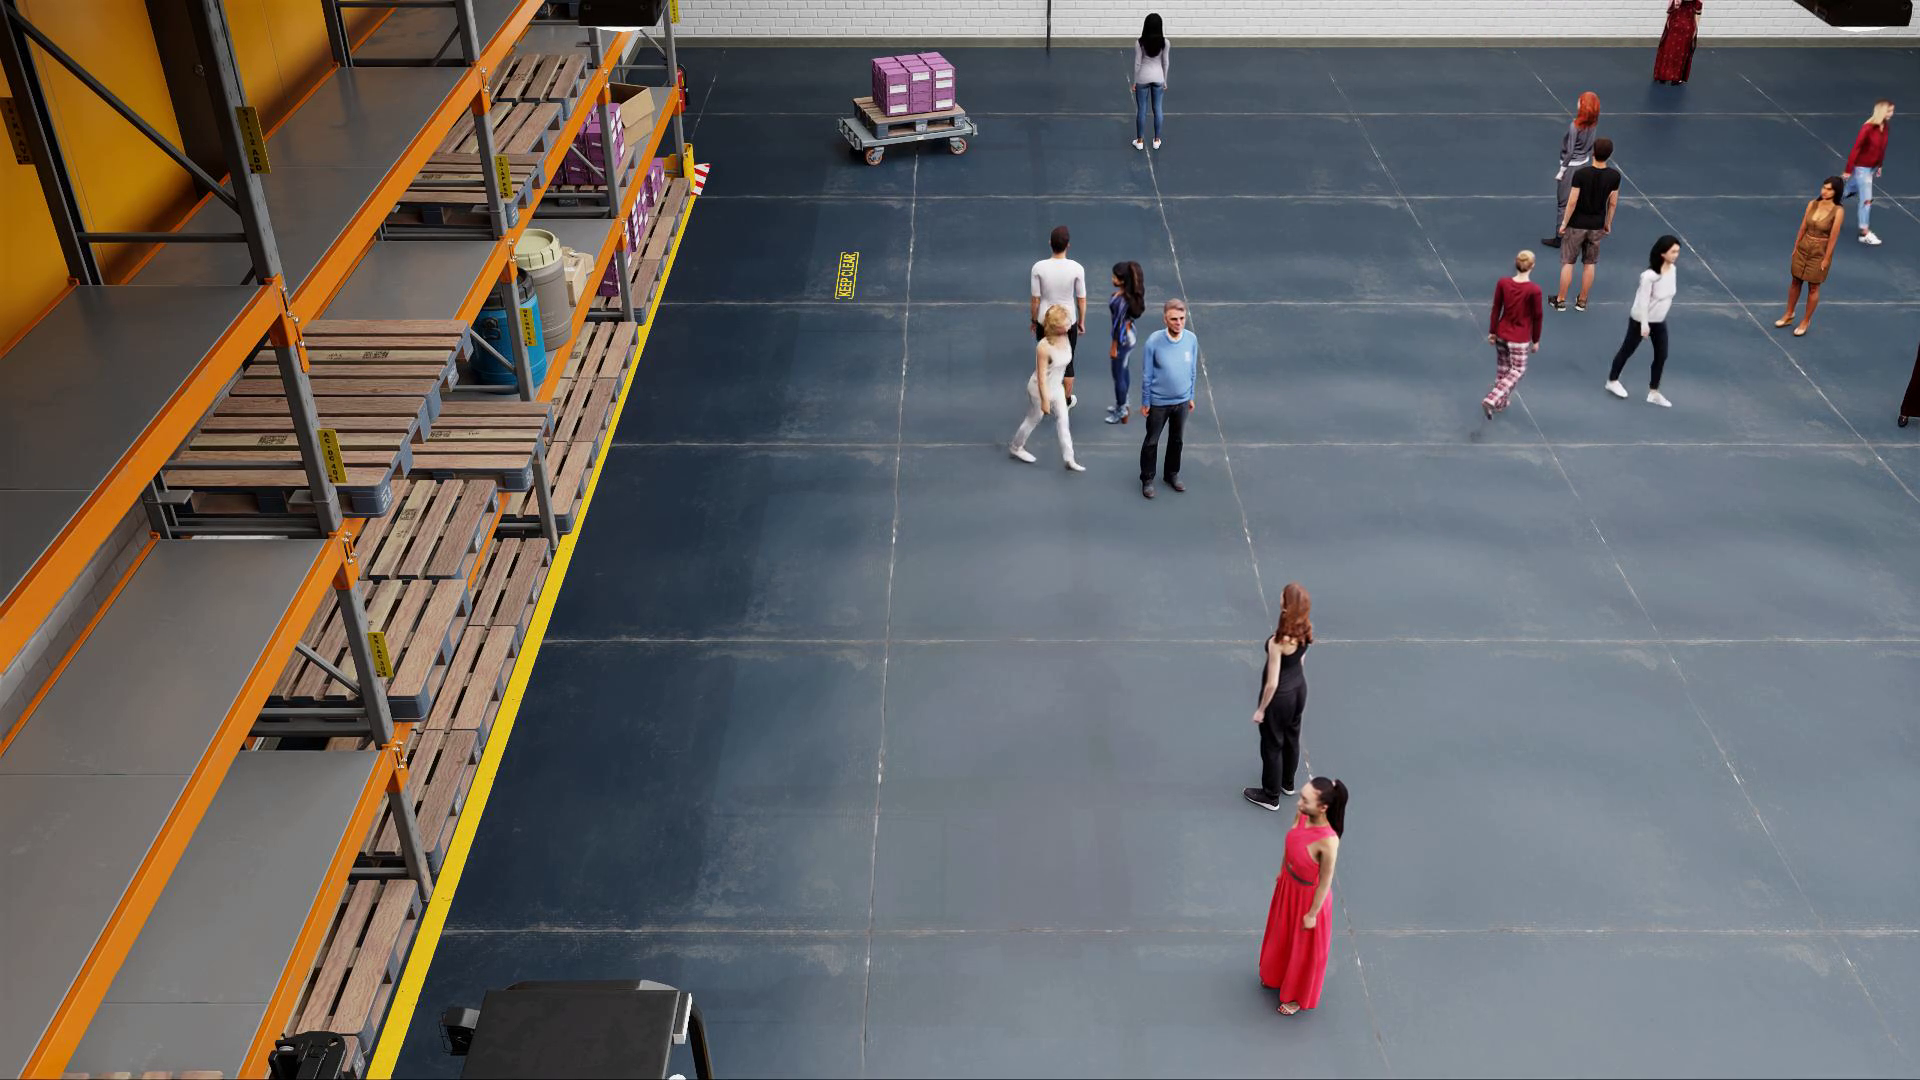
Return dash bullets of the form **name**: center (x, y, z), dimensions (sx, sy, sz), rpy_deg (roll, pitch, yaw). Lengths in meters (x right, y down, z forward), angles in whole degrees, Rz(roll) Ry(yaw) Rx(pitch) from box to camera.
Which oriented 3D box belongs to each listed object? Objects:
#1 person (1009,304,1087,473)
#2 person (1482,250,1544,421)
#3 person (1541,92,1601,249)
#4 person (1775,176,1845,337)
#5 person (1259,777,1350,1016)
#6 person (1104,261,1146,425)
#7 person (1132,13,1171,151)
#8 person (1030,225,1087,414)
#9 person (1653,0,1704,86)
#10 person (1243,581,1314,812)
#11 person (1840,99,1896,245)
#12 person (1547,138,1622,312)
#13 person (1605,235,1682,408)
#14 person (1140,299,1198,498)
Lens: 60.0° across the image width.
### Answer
- **person**: center (0.698, -1.362, 14.625), dimensions (1.059, 1.624, 1.058), rpy_deg (20, 38, 27)
- **person**: center (5.073, -1.856, 15.315), dimensions (0.920, 1.683, 0.979), rpy_deg (28, 43, 36)
- **person**: center (6.898, -4.170, 18.709), dimensions (0.655, 1.779, 0.676), rpy_deg (-22, 39, -29)
- **person**: center (8.663, -2.894, 16.873), dimensions (0.697, 1.687, 0.600), rpy_deg (-18, 38, -25)
- **person**: center (1.958, 2.011, 9.458), dimensions (0.740, 1.727, 0.607), rpy_deg (-10, 35, -15)
- **person**: center (1.509, -1.839, 15.342), dimensions (0.718, 1.626, 0.568), rpy_deg (8, 34, 12)
- **person**: center (2.440, -5.878, 21.319), dimensions (0.619, 1.735, 0.542), rpy_deg (-3, 34, -4)
- **person**: center (0.902, -2.039, 15.438), dimensions (0.690, 1.852, 0.580), rpy_deg (3, 34, 4)
- **person**: center (10.192, -7.269, 23.506), dimensions (0.764, 1.631, 0.803), rpy_deg (24, 40, 31)
- **person**: center (2.130, 1.022, 10.928), dimensions (0.720, 1.746, 0.654), rpy_deg (28, 43, 35)
- **person**: center (10.257, -4.247, 18.995), dimensions (1.001, 1.591, 1.171), rpy_deg (-20, 38, -27)
- **person**: center (6.503, -3.278, 17.294), dimensions (0.682, 1.861, 0.555), rpy_deg (1, 34, 2)
- **person**: center (6.412, -2.103, 15.694), dimensions (0.871, 1.675, 0.998), rpy_deg (-17, 37, -24)
- **person**: center (1.784, -1.245, 14.272), dimensions (0.717, 1.820, 0.676), rpy_deg (-10, 35, -14)
